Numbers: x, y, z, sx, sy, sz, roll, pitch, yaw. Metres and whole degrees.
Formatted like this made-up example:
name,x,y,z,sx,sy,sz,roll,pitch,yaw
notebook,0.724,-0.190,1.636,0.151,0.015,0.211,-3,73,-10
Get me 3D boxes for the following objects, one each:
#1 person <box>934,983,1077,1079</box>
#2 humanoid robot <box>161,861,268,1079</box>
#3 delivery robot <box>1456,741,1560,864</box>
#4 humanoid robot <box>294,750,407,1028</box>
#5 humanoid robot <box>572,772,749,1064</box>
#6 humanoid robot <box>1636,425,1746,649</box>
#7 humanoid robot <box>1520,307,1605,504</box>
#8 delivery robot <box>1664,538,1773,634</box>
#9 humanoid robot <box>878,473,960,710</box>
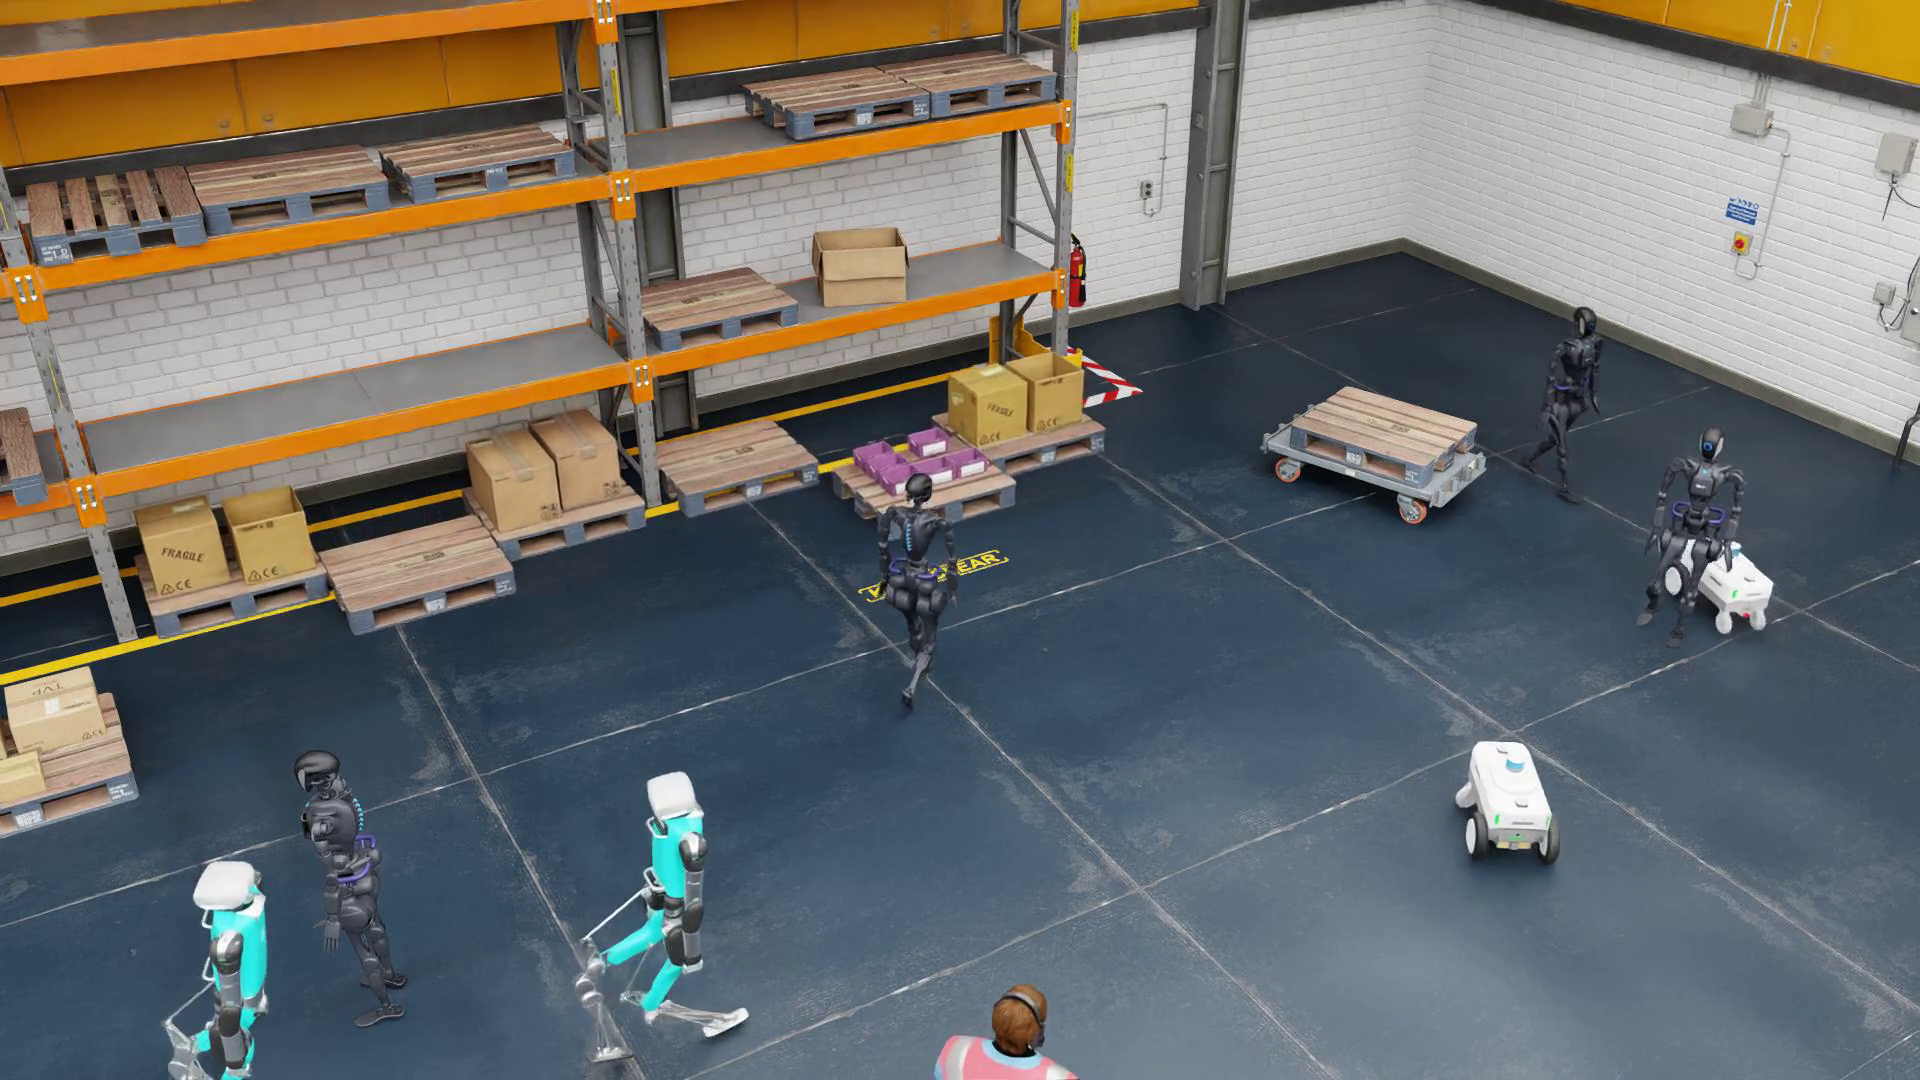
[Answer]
name,x,y,z,sx,sy,sz,roll,pitch,yaw
person,0.210,2.563,6.855,0.630,1.836,0.432,11,31,19
humanoid robot,-3.428,2.250,7.578,0.775,1.848,0.545,-5,30,-8
delivery robot,3.275,1.558,9.930,0.505,0.599,0.770,2,30,4
humanoid robot,-3.099,1.751,8.430,0.315,1.657,0.599,-4,30,-7
humanoid robot,-1.562,1.940,8.088,1.046,1.755,0.555,-15,33,-25
humanoid robot,5.117,-0.030,11.596,0.589,1.651,0.384,16,33,25
humanoid robot,4.993,-1.167,13.671,0.613,1.631,0.795,-14,32,-23
delivery robot,5.587,0.286,12.169,0.499,0.587,0.789,-5,30,-9
humanoid robot,-0.317,0.325,10.997,0.609,1.635,0.660,11,31,19
